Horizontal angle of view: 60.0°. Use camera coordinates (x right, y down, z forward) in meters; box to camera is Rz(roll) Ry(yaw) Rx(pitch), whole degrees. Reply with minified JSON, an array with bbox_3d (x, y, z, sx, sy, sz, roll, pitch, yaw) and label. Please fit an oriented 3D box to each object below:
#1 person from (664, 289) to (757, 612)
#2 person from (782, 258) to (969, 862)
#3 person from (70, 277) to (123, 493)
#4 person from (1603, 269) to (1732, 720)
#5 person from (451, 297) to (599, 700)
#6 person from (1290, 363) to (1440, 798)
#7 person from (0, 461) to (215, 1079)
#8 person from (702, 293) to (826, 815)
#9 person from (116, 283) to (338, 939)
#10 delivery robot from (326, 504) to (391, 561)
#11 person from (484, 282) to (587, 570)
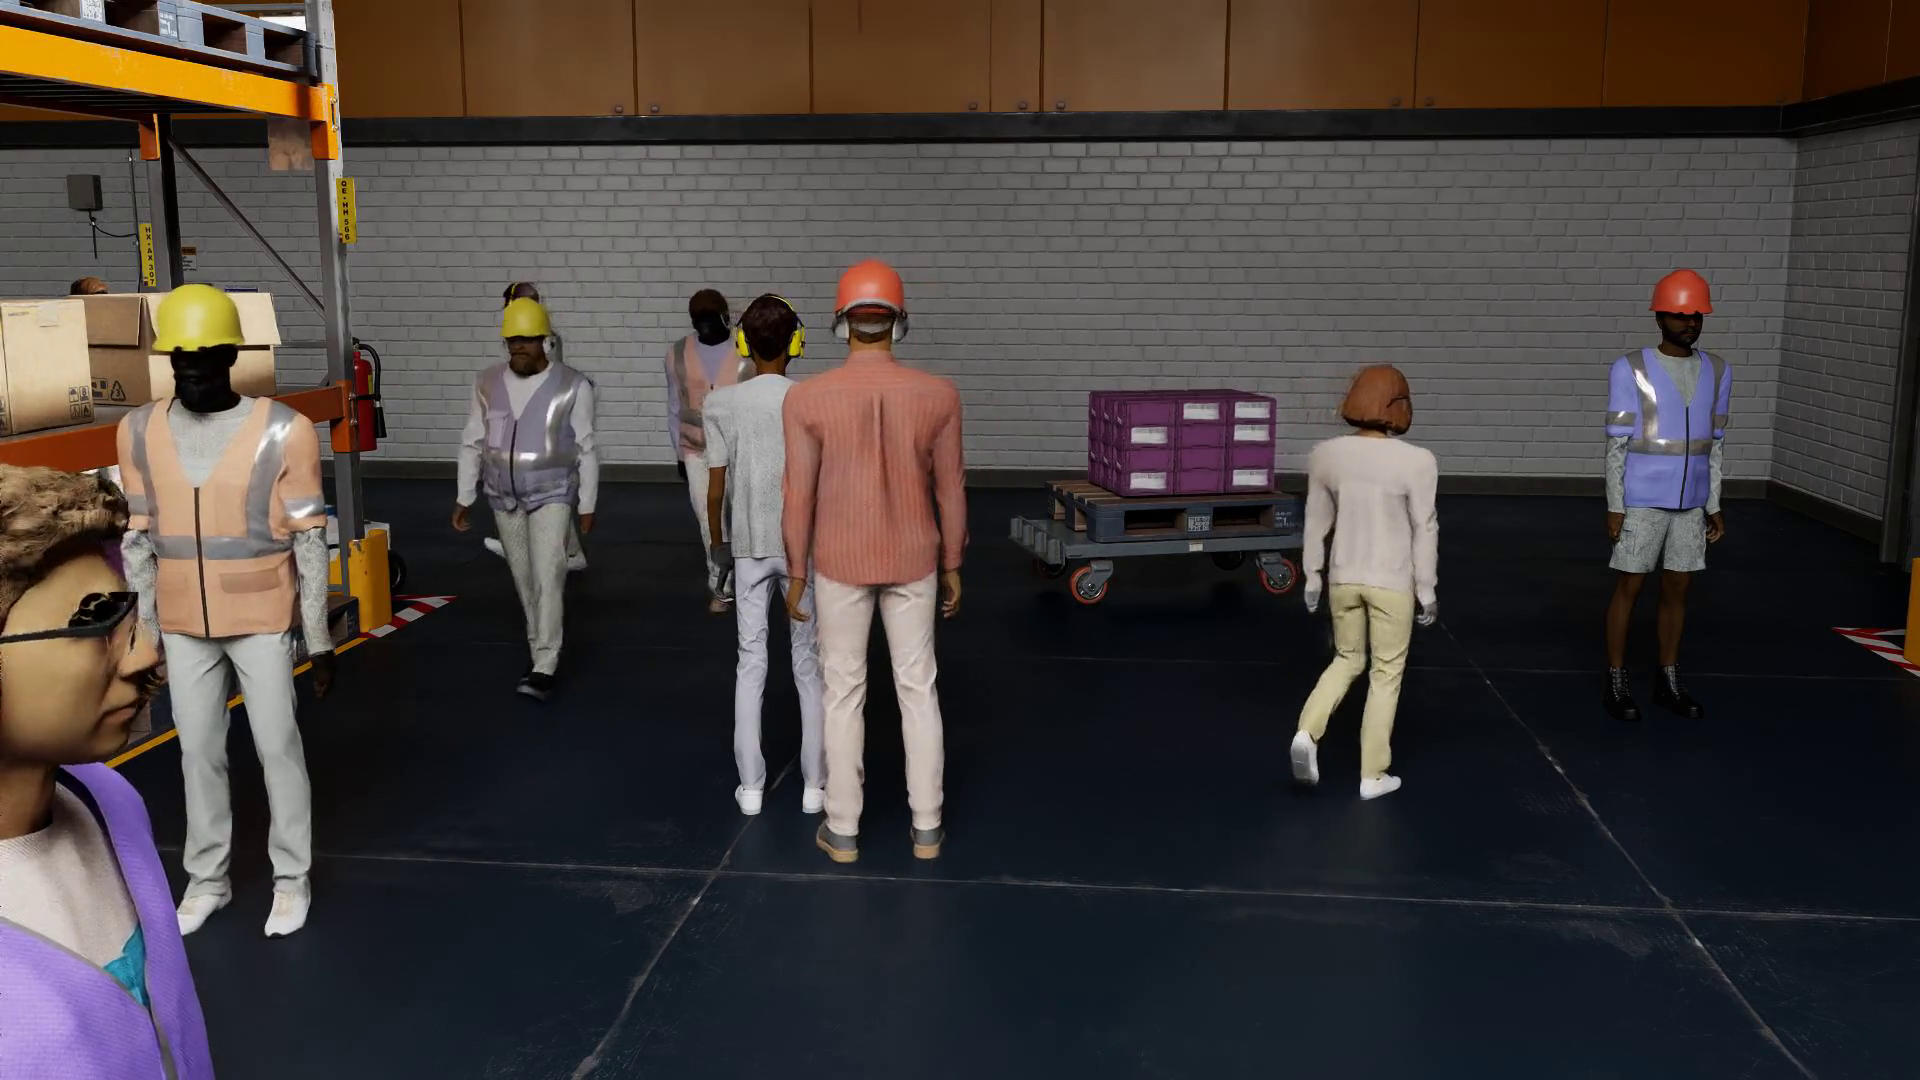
[{"bbox_3d":[-1.341,-0.520,9.460,0.643,1.815,0.608,1,10,3],"label":"person"},{"bbox_3d":[-0.282,0.075,5.517,0.622,1.991,0.399,-2,10,-12],"label":"person"},{"bbox_3d":[-5.651,-0.795,10.932,0.429,1.845,0.621,4,11,24],"label":"person"},{"bbox_3d":[3.043,-0.183,7.158,0.545,1.938,0.362,-1,10,-8],"label":"person"},{"bbox_3d":[-1.997,-0.177,7.522,0.599,1.804,0.769,2,10,11],"label":"person"},{"bbox_3d":[1.464,0.173,6.034,0.504,1.620,0.477,9,14,43],"label":"person"},{"bbox_3d":[-0.851,0.847,1.518,0.389,1.846,0.565,-1,10,-7],"label":"person"},{"bbox_3d":[-0.652,0.060,5.959,0.511,1.872,0.328,0,10,-1],"label":"person"},{"bbox_3d":[-2.148,0.221,4.870,0.596,1.925,0.388,0,10,0],"label":"person"},{"bbox_3d":[-3.647,0.040,9.567,0.477,0.478,0.707,7,12,34],"label":"delivery robot"},{"bbox_3d":[-2.761,-0.721,10.596,0.936,1.812,0.575,4,11,24],"label":"person"}]
